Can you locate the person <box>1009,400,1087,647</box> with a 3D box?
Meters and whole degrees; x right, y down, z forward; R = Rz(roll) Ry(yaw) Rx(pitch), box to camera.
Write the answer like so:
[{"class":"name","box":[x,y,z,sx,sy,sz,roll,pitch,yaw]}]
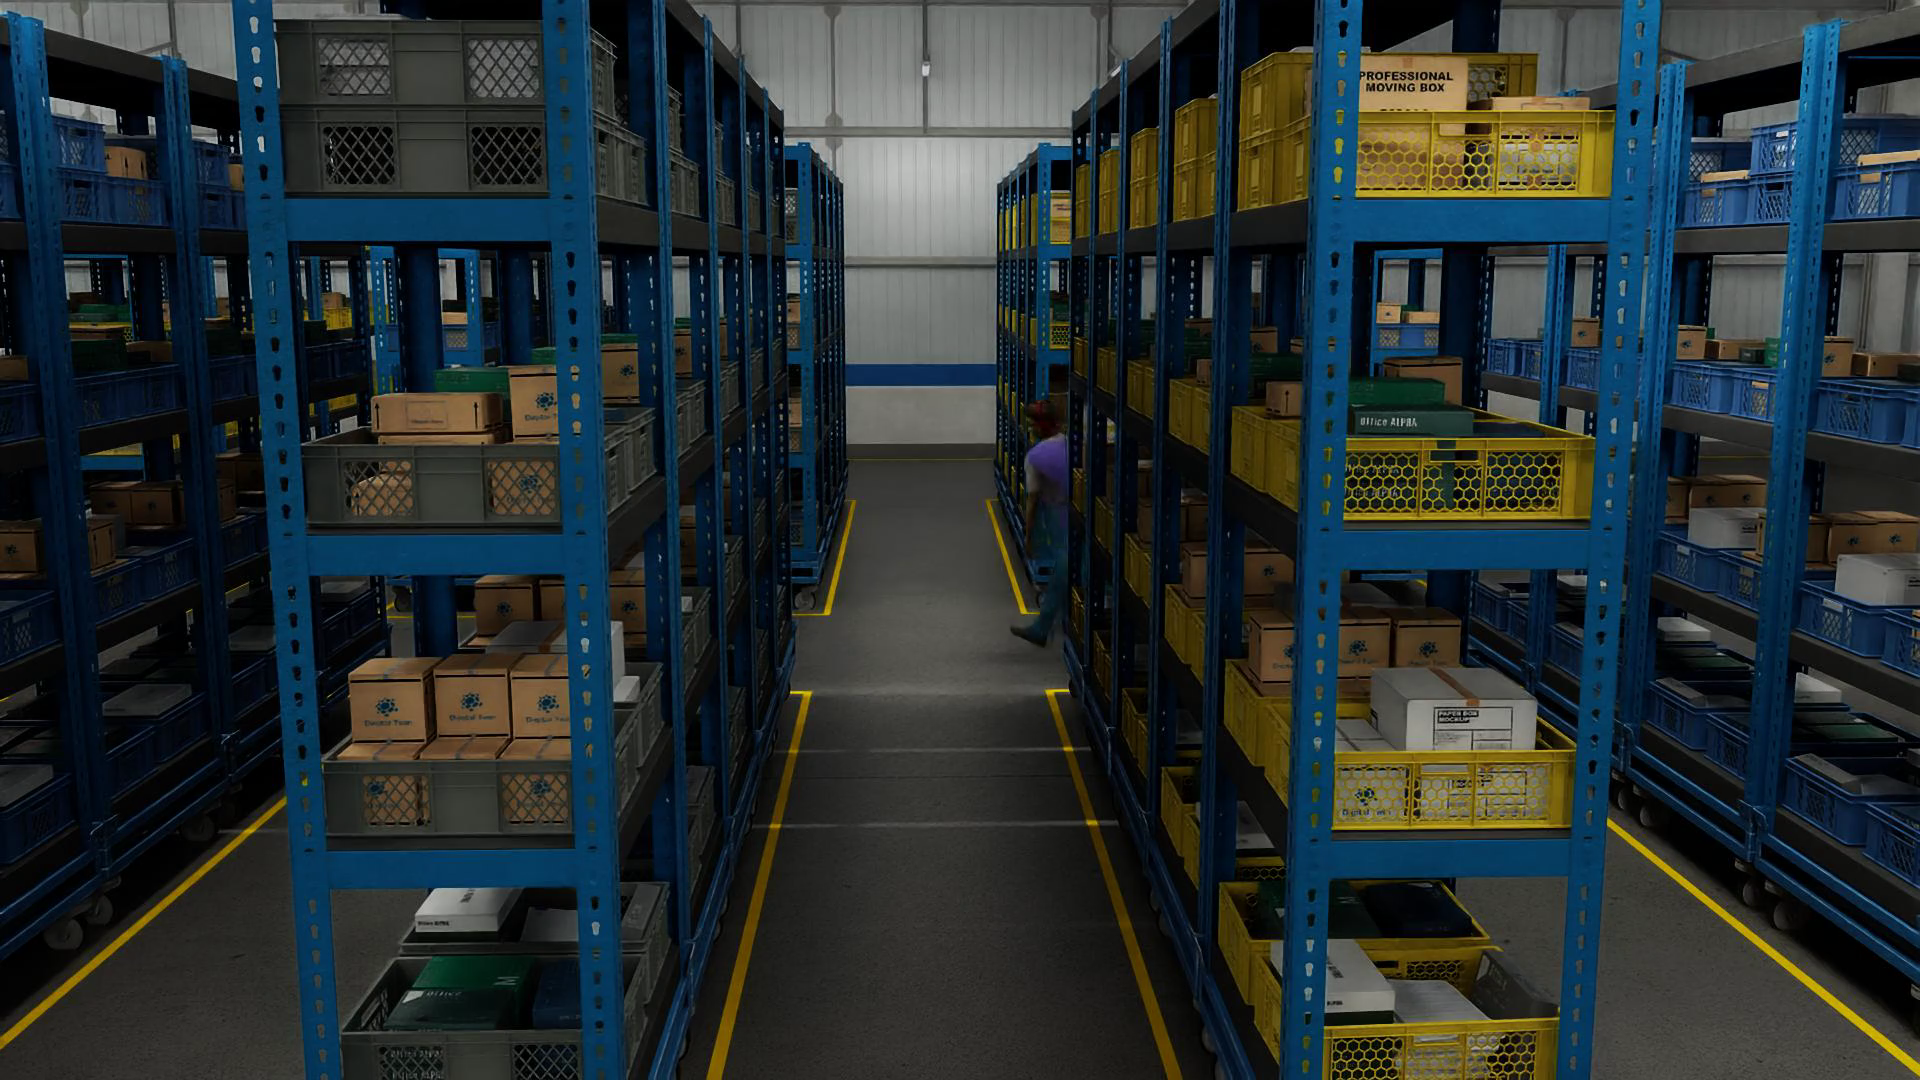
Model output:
[{"class":"person","box":[0.672,-0.073,11.422,0.918,1.779,0.653,9,13,44]}]
